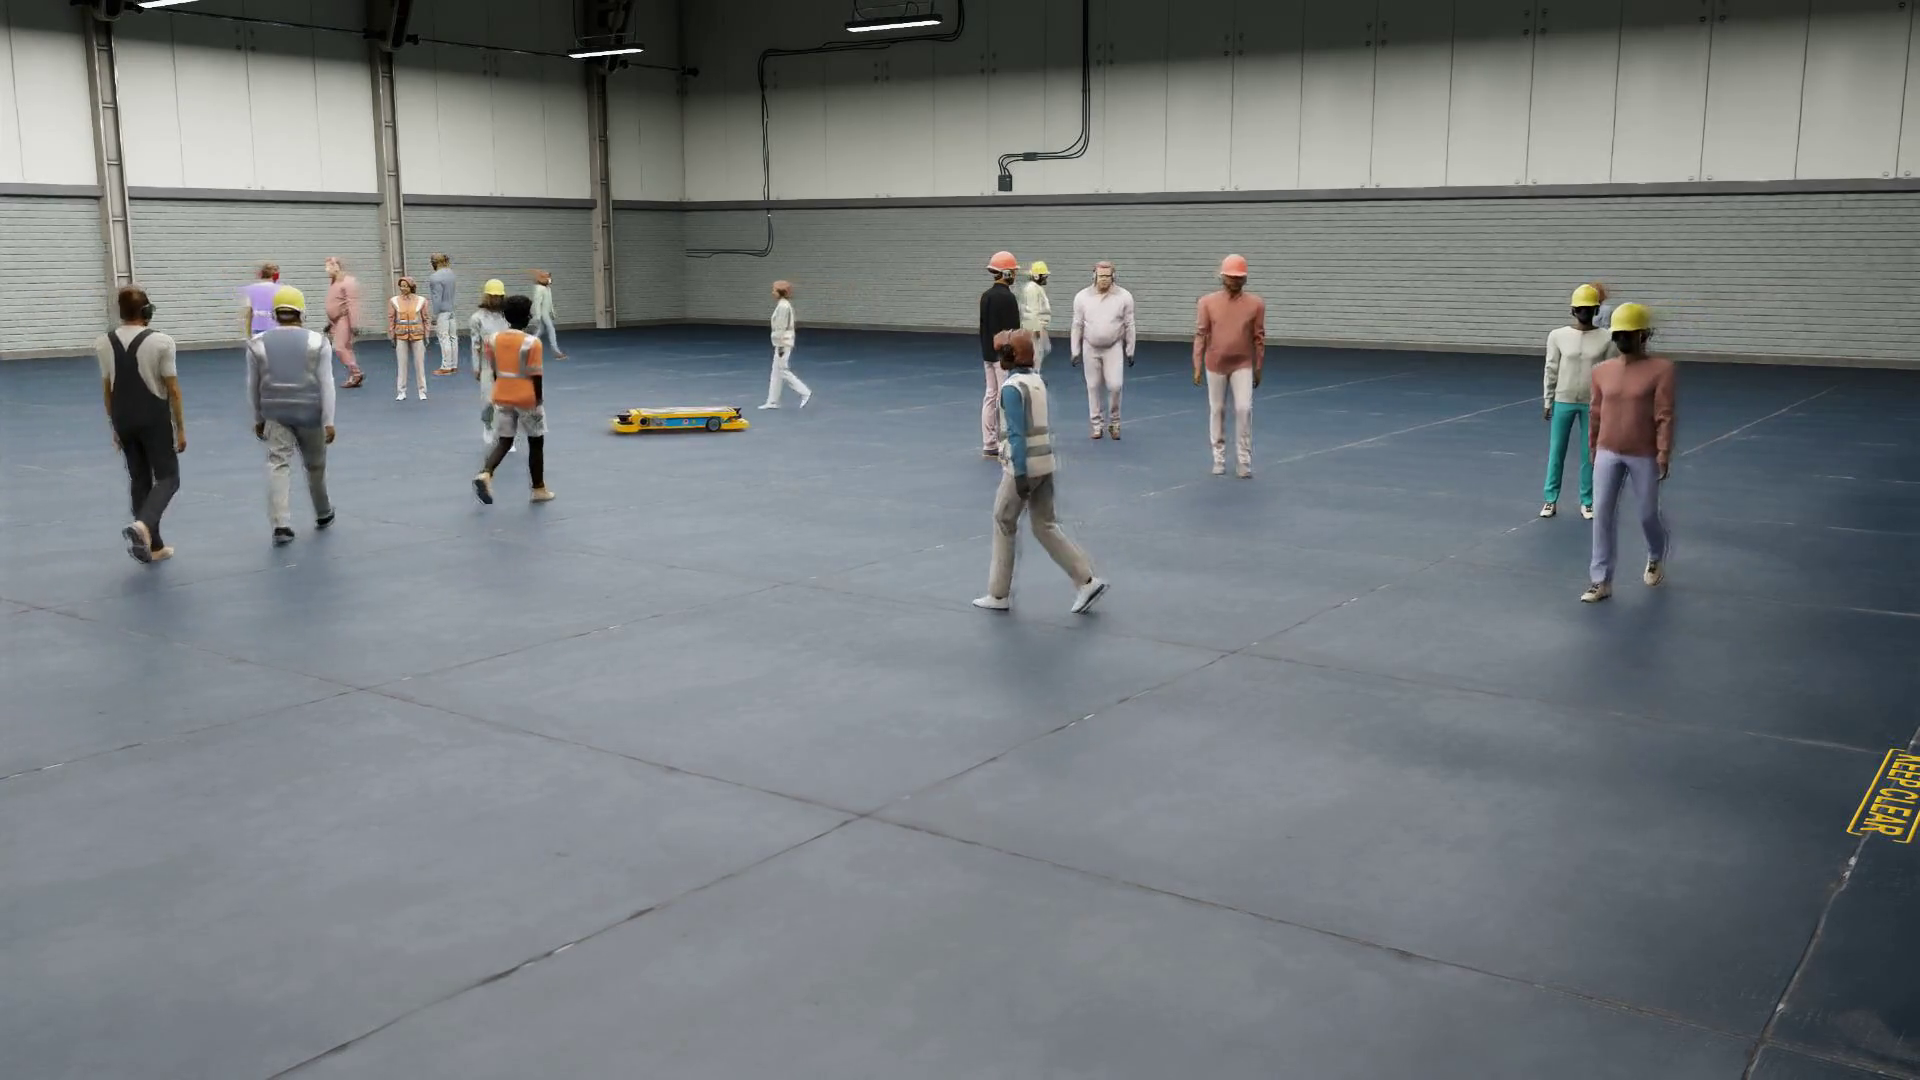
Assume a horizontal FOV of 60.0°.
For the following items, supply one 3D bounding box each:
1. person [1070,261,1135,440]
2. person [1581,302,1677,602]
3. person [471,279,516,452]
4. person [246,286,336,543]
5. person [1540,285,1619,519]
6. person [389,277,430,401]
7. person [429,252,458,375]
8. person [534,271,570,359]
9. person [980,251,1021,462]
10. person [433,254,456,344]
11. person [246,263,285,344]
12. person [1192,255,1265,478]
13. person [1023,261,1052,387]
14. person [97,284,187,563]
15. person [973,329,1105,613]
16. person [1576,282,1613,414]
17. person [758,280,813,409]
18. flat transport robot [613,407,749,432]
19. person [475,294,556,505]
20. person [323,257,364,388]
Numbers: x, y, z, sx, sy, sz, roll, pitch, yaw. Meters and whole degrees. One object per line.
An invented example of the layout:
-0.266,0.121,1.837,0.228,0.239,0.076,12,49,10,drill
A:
1.508,-1.996,17.614,0.676,1.884,0.566,2,10,9,person
3.954,-0.527,9.774,0.522,1.741,0.770,9,13,40,person
-4.622,-1.742,16.635,0.489,1.731,0.462,-4,11,-22,person
-4.709,-0.894,11.744,0.606,1.776,0.981,-2,10,-9,person
4.675,-1.034,12.549,0.526,1.768,0.330,4,11,19,person
-7.290,-2.666,22.057,0.514,1.636,0.315,-2,10,-12,person
-8.171,-3.567,26.273,0.370,1.934,0.627,1,10,8,person
-7.462,-4.031,29.820,0.839,1.593,0.511,1,10,4,person
0.407,-1.747,15.893,0.374,1.997,0.611,-5,11,-27,person
-10.738,-4.970,34.383,0.644,1.849,0.512,-4,11,-22,person
-9.087,-2.747,22.041,0.572,1.798,0.924,1,10,6,person
2.384,-1.527,14.763,0.642,1.966,0.794,1,10,7,person
1.115,-3.118,24.078,0.438,1.813,0.612,2,10,9,person
-5.256,-0.717,10.638,0.513,1.827,0.633,0,10,2,person
0.441,-0.380,9.334,0.700,1.605,0.522,5,11,26,person
7.776,-2.331,20.283,0.674,1.617,0.499,-6,12,-29,person
-2.194,-2.423,20.738,0.647,1.622,0.532,-1,10,-4,person
-3.110,-1.352,18.520,1.431,0.197,0.652,-3,11,-16,flat transport robot
-3.519,-1.096,13.130,0.534,1.677,0.706,4,11,21,person
-8.859,-3.102,23.834,0.477,1.879,0.653,-9,13,-40,person
